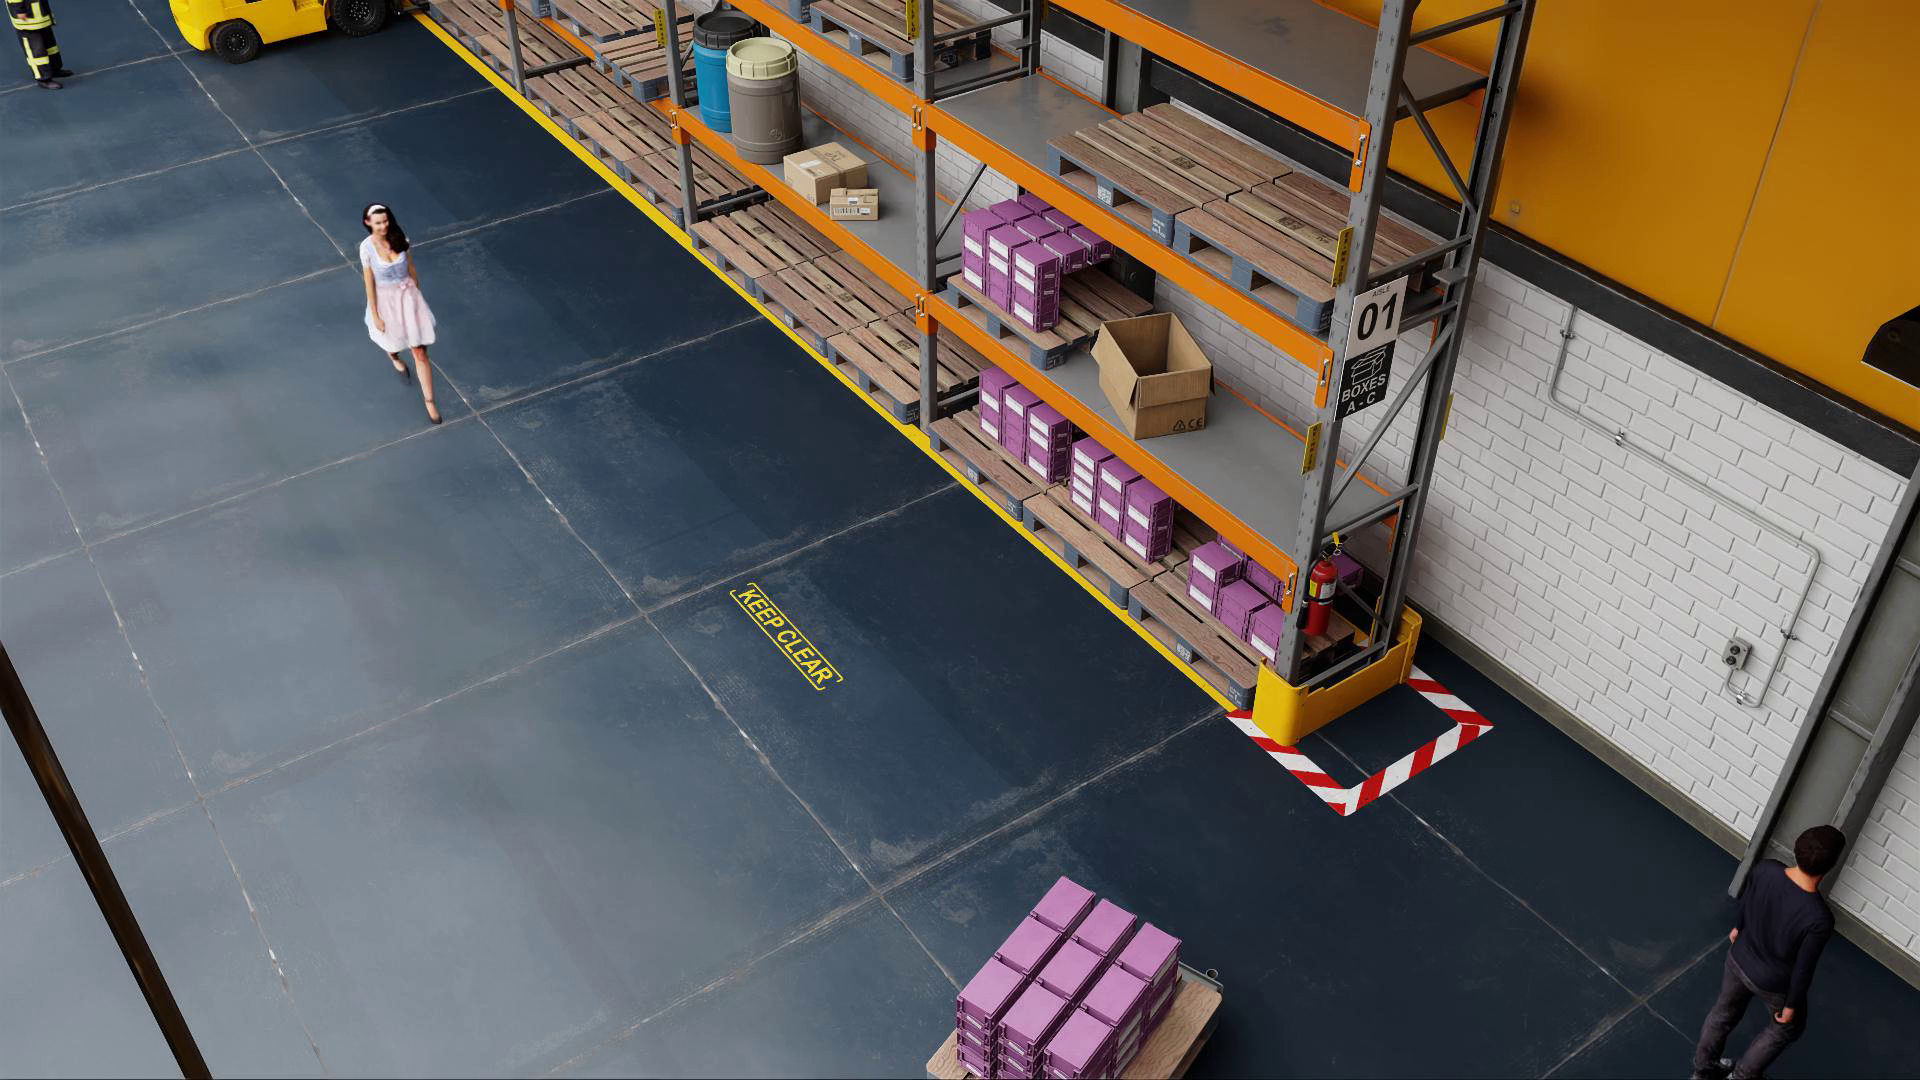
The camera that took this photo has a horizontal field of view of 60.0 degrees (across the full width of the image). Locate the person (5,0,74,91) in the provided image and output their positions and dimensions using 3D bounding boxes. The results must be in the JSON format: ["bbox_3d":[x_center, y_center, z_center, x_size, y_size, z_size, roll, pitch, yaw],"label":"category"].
[{"bbox_3d":[-10.135,-5.865,18.021,0.935,1.868,0.836,-1,39,-1],"label":"person"}]

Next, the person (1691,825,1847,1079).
[{"bbox_3d":[3.836,2.109,8.046,0.788,1.856,0.638,-15,41,-18],"label":"person"}]

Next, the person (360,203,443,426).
[{"bbox_3d":[-4.447,-1.828,13.040,0.643,1.775,1.183,-23,44,-26],"label":"person"}]
